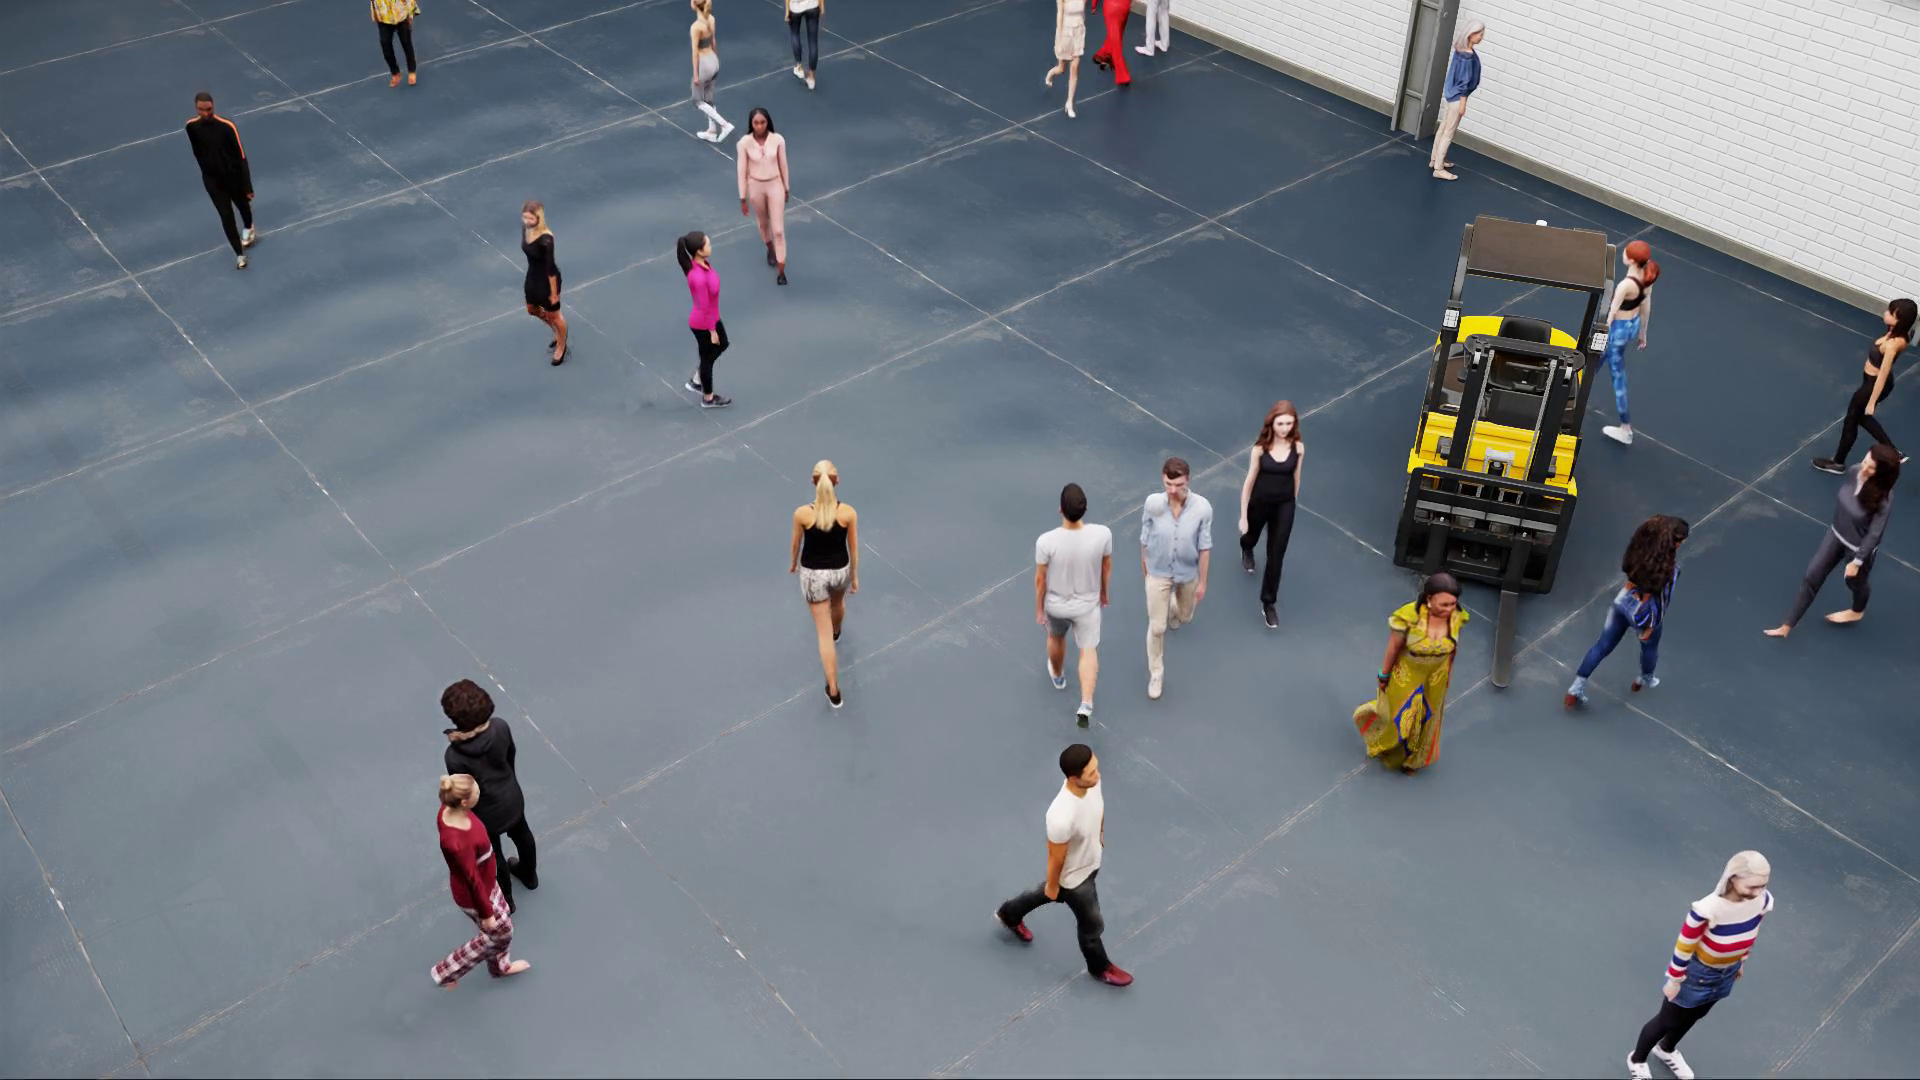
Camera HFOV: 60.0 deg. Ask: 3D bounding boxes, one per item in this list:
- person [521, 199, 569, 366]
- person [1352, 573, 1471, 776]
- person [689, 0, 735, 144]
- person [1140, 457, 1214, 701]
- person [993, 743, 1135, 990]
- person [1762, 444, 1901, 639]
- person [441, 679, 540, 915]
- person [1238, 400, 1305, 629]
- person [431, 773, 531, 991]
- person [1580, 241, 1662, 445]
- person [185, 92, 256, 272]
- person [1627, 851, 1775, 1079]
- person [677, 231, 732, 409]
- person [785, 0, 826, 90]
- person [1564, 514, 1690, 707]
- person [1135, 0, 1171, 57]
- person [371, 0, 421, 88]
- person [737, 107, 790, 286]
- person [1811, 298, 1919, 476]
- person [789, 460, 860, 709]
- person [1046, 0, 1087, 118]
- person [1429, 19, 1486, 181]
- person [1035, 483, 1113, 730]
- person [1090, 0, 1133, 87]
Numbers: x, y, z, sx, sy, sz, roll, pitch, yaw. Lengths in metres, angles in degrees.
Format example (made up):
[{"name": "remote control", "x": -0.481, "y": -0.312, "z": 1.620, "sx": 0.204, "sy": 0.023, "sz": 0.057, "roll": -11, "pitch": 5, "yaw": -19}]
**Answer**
[{"name": "person", "x": -3.615, "y": -2.261, "z": 14.549, "sx": 0.702, "sy": 1.660, "sz": 0.578, "roll": -26, "pitch": 45, "yaw": -29}, {"name": "person", "x": 2.907, "y": 0.805, "z": 10.729, "sx": 0.918, "sy": 1.645, "sz": 1.006, "roll": -6, "pitch": 39, "yaw": -8}, {"name": "person", "x": -2.701, "y": -5.088, "z": 18.064, "sx": 0.859, "sy": 1.690, "sz": 0.734, "roll": 18, "pitch": 42, "yaw": 21}, {"name": "person", "x": 1.467, "y": 0.168, "z": 11.379, "sx": 1.087, "sy": 1.820, "sz": 1.140, "roll": 5, "pitch": 39, "yaw": 6}, {"name": "person", "x": 0.562, "y": 1.799, "z": 9.386, "sx": 1.240, "sy": 1.769, "sz": 0.998, "roll": 15, "pitch": 41, "yaw": 18}, {"name": "person", "x": 6.333, "y": -0.005, "z": 11.691, "sx": 0.942, "sy": 1.700, "sz": 1.146, "roll": -11, "pitch": 40, "yaw": -13}, {"name": "person", "x": -2.745, "y": 1.506, "z": 9.734, "sx": 0.700, "sy": 1.781, "sz": 0.692, "roll": 22, "pitch": 44, "yaw": 25}, {"name": "person", "x": 2.220, "y": -0.310, "z": 12.072, "sx": 1.059, "sy": 1.701, "sz": 1.222, "roll": -2, "pitch": 39, "yaw": -3}, {"name": "person", "x": -2.767, "y": 1.948, "z": 9.252, "sx": 0.860, "sy": 1.693, "sz": 0.805, "roll": -15, "pitch": 41, "yaw": -18}, {"name": "person", "x": 5.472, "y": -1.579, "z": 13.644, "sx": 0.656, "sy": 1.732, "sz": 1.204, "roll": -22, "pitch": 44, "yaw": -25}, {"name": "person", "x": -7.116, "y": -3.541, "z": 16.086, "sx": 0.996, "sy": 1.742, "sz": 1.281, "roll": -6, "pitch": 39, "yaw": -7}, {"name": "person", "x": 3.917, "y": 2.260, "z": 8.768, "sx": 0.714, "sy": 1.809, "sz": 0.645, "roll": -12, "pitch": 40, "yaw": -15}, {"name": "person", "x": -2.230, "y": -1.836, "z": 13.997, "sx": 0.792, "sy": 1.693, "sz": 0.723, "roll": -5, "pitch": 39, "yaw": -6}, {"name": "person", "x": -1.788, "y": -6.094, "z": 19.238, "sx": 0.816, "sy": 1.796, "sz": 0.893, "roll": -7, "pitch": 39, "yaw": -9}, {"name": "person", "x": 4.461, "y": 0.507, "z": 11.143, "sx": 0.827, "sy": 1.585, "sz": 1.009, "roll": -16, "pitch": 41, "yaw": -19}, {"name": "person", "x": 2.414, "y": -6.800, "z": 20.049, "sx": 0.631, "sy": 1.887, "sz": 0.544, "roll": -28, "pitch": 46, "yaw": -30}, {"name": "person", "x": -6.578, "y": -6.138, "z": 19.416, "sx": 0.871, "sy": 1.643, "sz": 0.927, "roll": 0, "pitch": 39, "yaw": 0}, {"name": "person", "x": -1.867, "y": -3.342, "z": 15.886, "sx": 0.984, "sy": 1.680, "sz": 1.177, "roll": -6, "pitch": 39, "yaw": -8}, {"name": "person", "x": 7.346, "y": -1.174, "z": 13.210, "sx": 0.922, "sy": 1.631, "sz": 0.658, "roll": 25, "pitch": 45, "yaw": 28}, {"name": "person", "x": -0.901, "y": 0.306, "z": 11.231, "sx": 1.023, "sy": 1.788, "sz": 1.270, "roll": -6, "pitch": 39, "yaw": -7}, {"name": "person", "x": 1.189, "y": -5.665, "z": 18.767, "sx": 0.705, "sy": 1.714, "sz": 0.961, "roll": -18, "pitch": 42, "yaw": -21}, {"name": "person", "x": 5.236, "y": -4.666, "z": 17.534, "sx": 0.765, "sy": 1.702, "sz": 0.706, "roll": 3, "pitch": 39, "yaw": 4}, {"name": "person", "x": 0.763, "y": 0.450, "z": 11.014, "sx": 1.078, "sy": 1.835, "sz": 1.219, "roll": -4, "pitch": 39, "yaw": -5}, {"name": "person", "x": 1.855, "y": -6.113, "z": 19.309, "sx": 0.681, "sy": 1.748, "sz": 1.057, "roll": -22, "pitch": 44, "yaw": -25}]
